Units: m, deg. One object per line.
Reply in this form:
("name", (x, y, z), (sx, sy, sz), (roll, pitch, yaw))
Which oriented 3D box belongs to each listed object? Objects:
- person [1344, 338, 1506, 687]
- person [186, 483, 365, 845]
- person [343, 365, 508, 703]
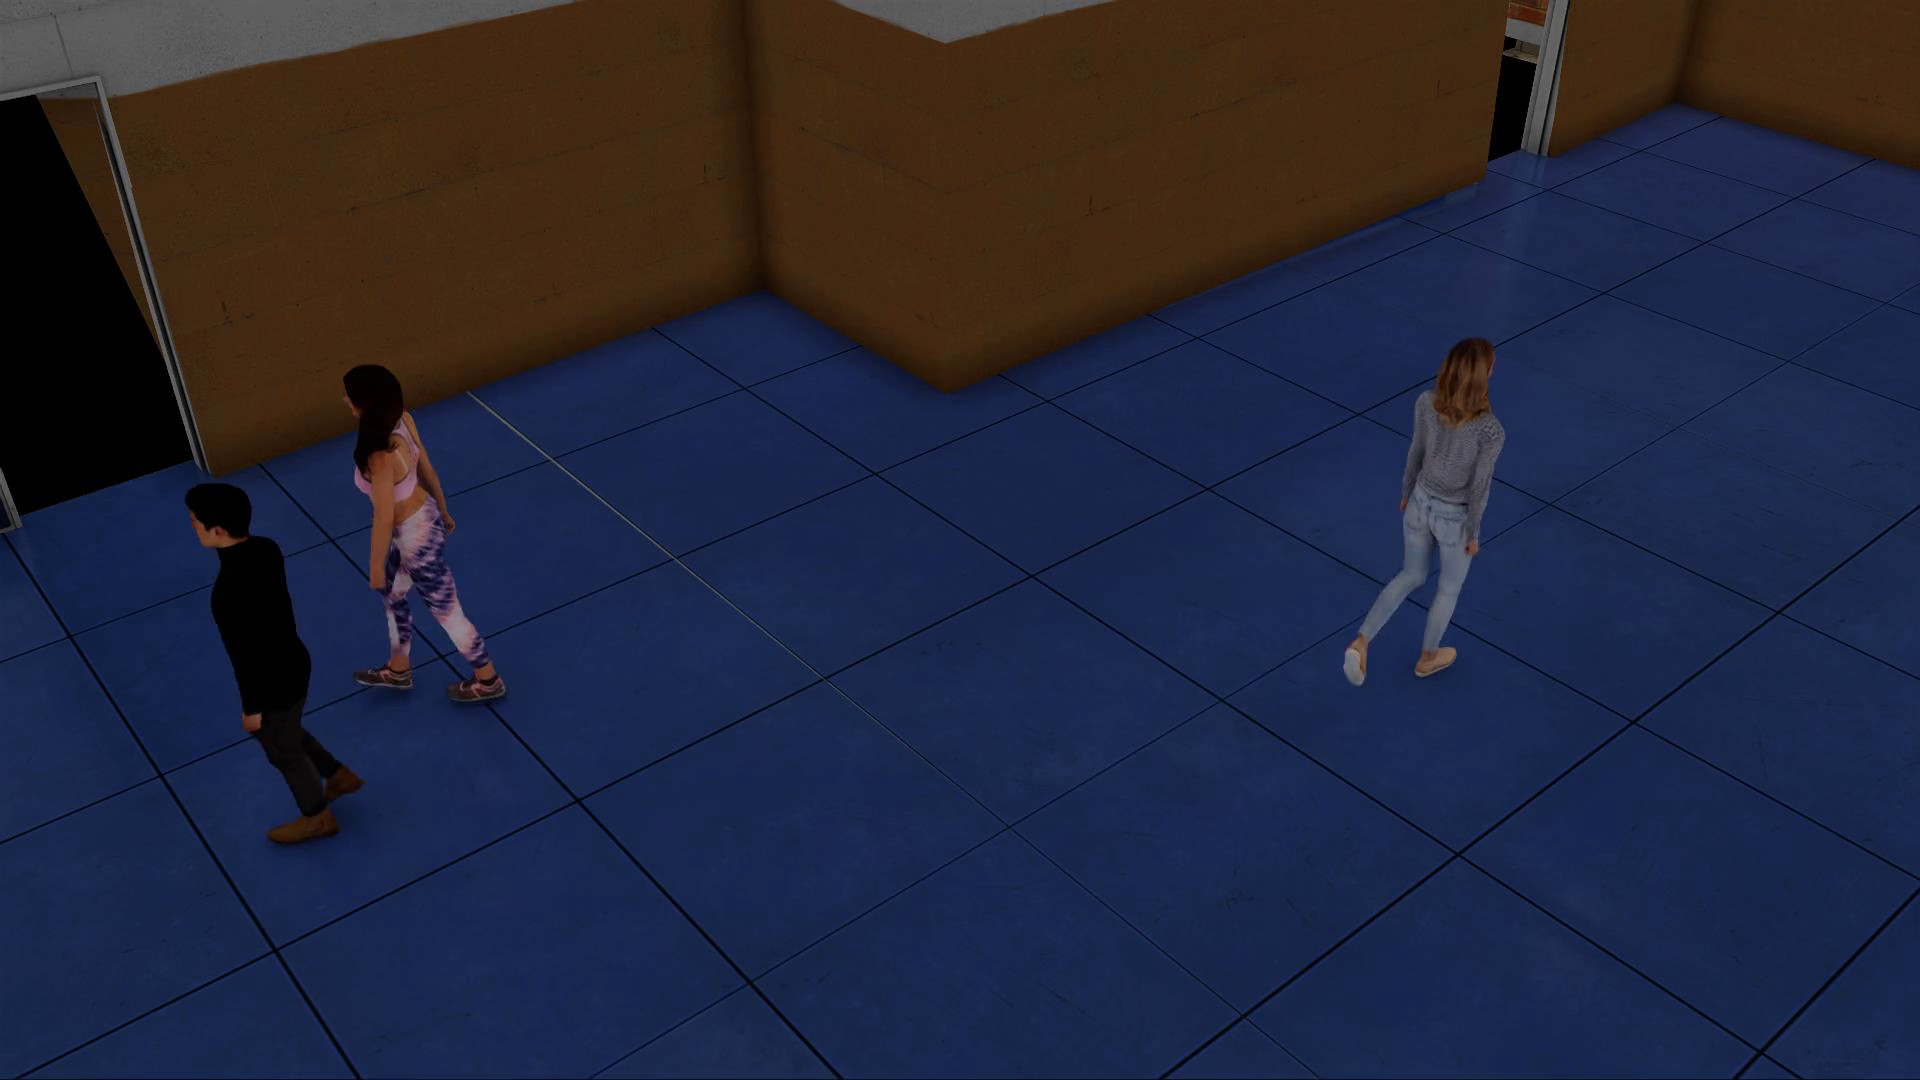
("person", (2.085, -0.062, 7.419), (0.689, 1.780, 0.924), (-22, 39, -29))
("person", (-2.668, 0.517, 6.608), (0.825, 1.715, 0.730), (-7, 34, -10))
("person", (-2.310, 0.011, 7.347), (0.963, 1.739, 0.976), (-2, 34, -3))
